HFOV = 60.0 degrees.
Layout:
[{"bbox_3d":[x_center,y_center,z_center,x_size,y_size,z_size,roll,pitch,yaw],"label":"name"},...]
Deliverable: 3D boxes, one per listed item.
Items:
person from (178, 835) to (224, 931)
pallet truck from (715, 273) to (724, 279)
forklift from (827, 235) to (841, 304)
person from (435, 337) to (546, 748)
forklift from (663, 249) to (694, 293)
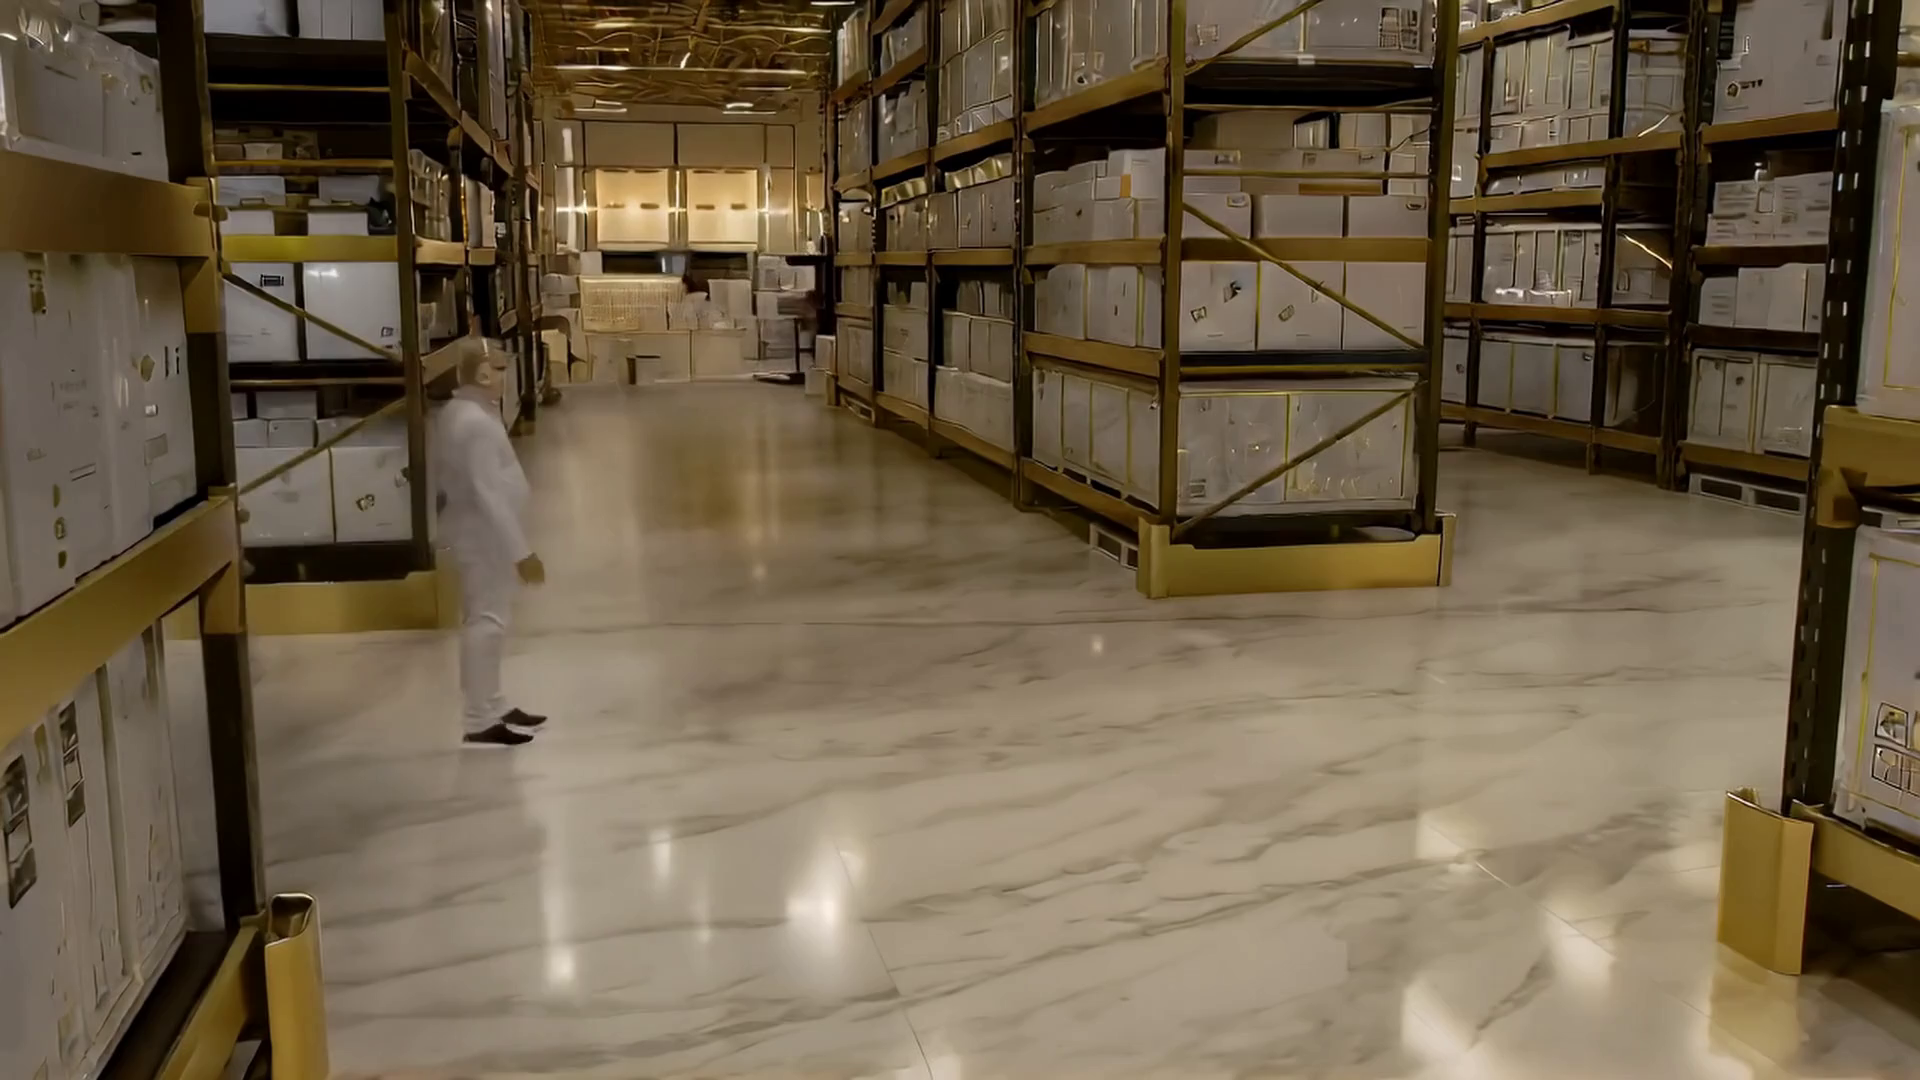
[{"bbox_3d":[-2.635,0.496,4.906,0.973,1.864,0.641,-2,10,-13],"label":"person"},{"bbox_3d":[-8.580,-8.986,62.280,1.885,1.965,0.823,1,9,5],"label":"pallet truck"},{"bbox_3d":[-2.081,-4.323,31.176,1.873,2.768,1.129,-7,12,-38],"label":"forklift"},{"bbox_3d":[-2.185,0.015,7.706,0.424,1.903,0.669,-3,10,-18],"label":"person"},{"bbox_3d":[-9.277,-8.224,54.954,1.129,2.768,1.873,-7,12,-38],"label":"forklift"}]
